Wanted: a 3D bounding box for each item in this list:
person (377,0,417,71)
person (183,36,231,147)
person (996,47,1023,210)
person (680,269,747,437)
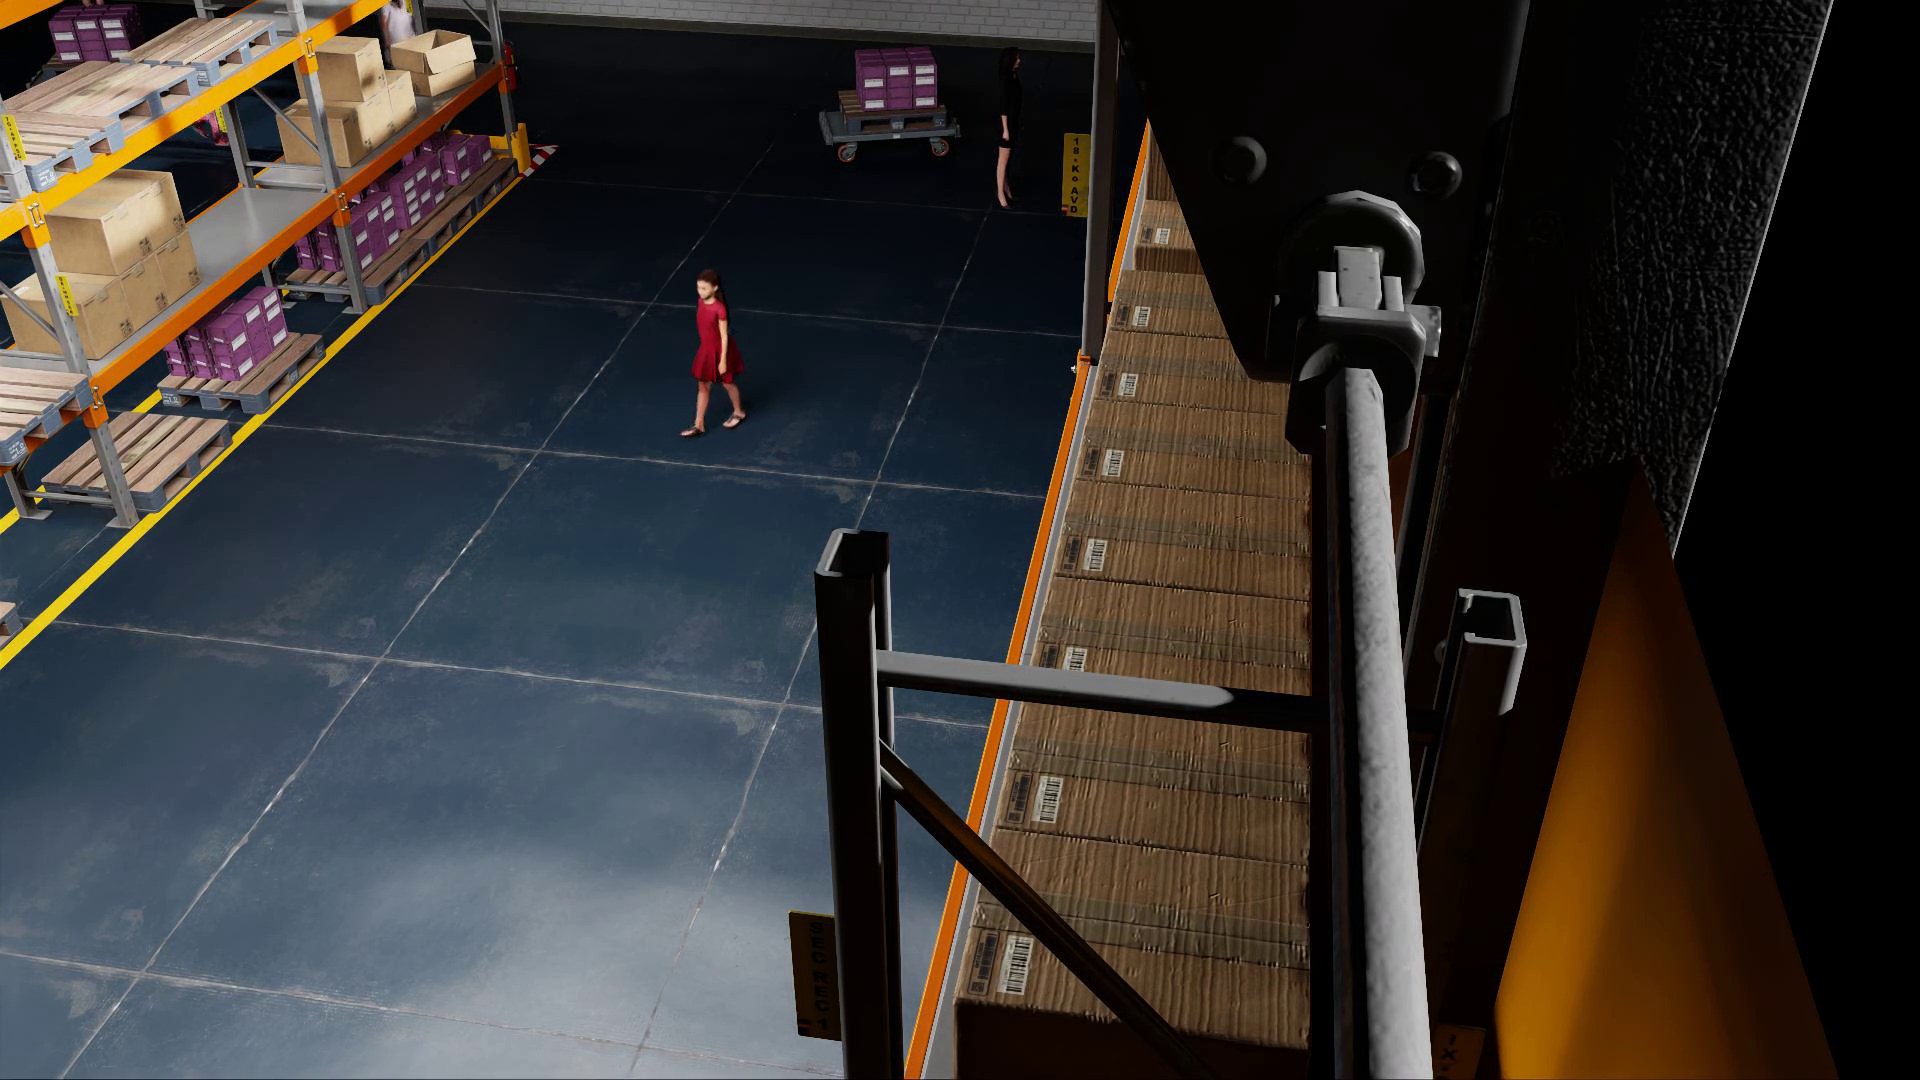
[{"bbox_3d":[-7.262,-6.504,21.653,0.841,1.592,0.794,21,39,28],"label":"person"},{"bbox_3d":[-9.290,-5.533,20.337,0.704,1.432,0.738,-1,34,-2],"label":"person"},{"bbox_3d":[0.535,-4.630,18.641,0.668,1.806,0.455,9,35,14],"label":"person"},{"bbox_3d":[-2.059,-1.651,14.410,0.825,1.528,0.981,26,41,33],"label":"person"}]
